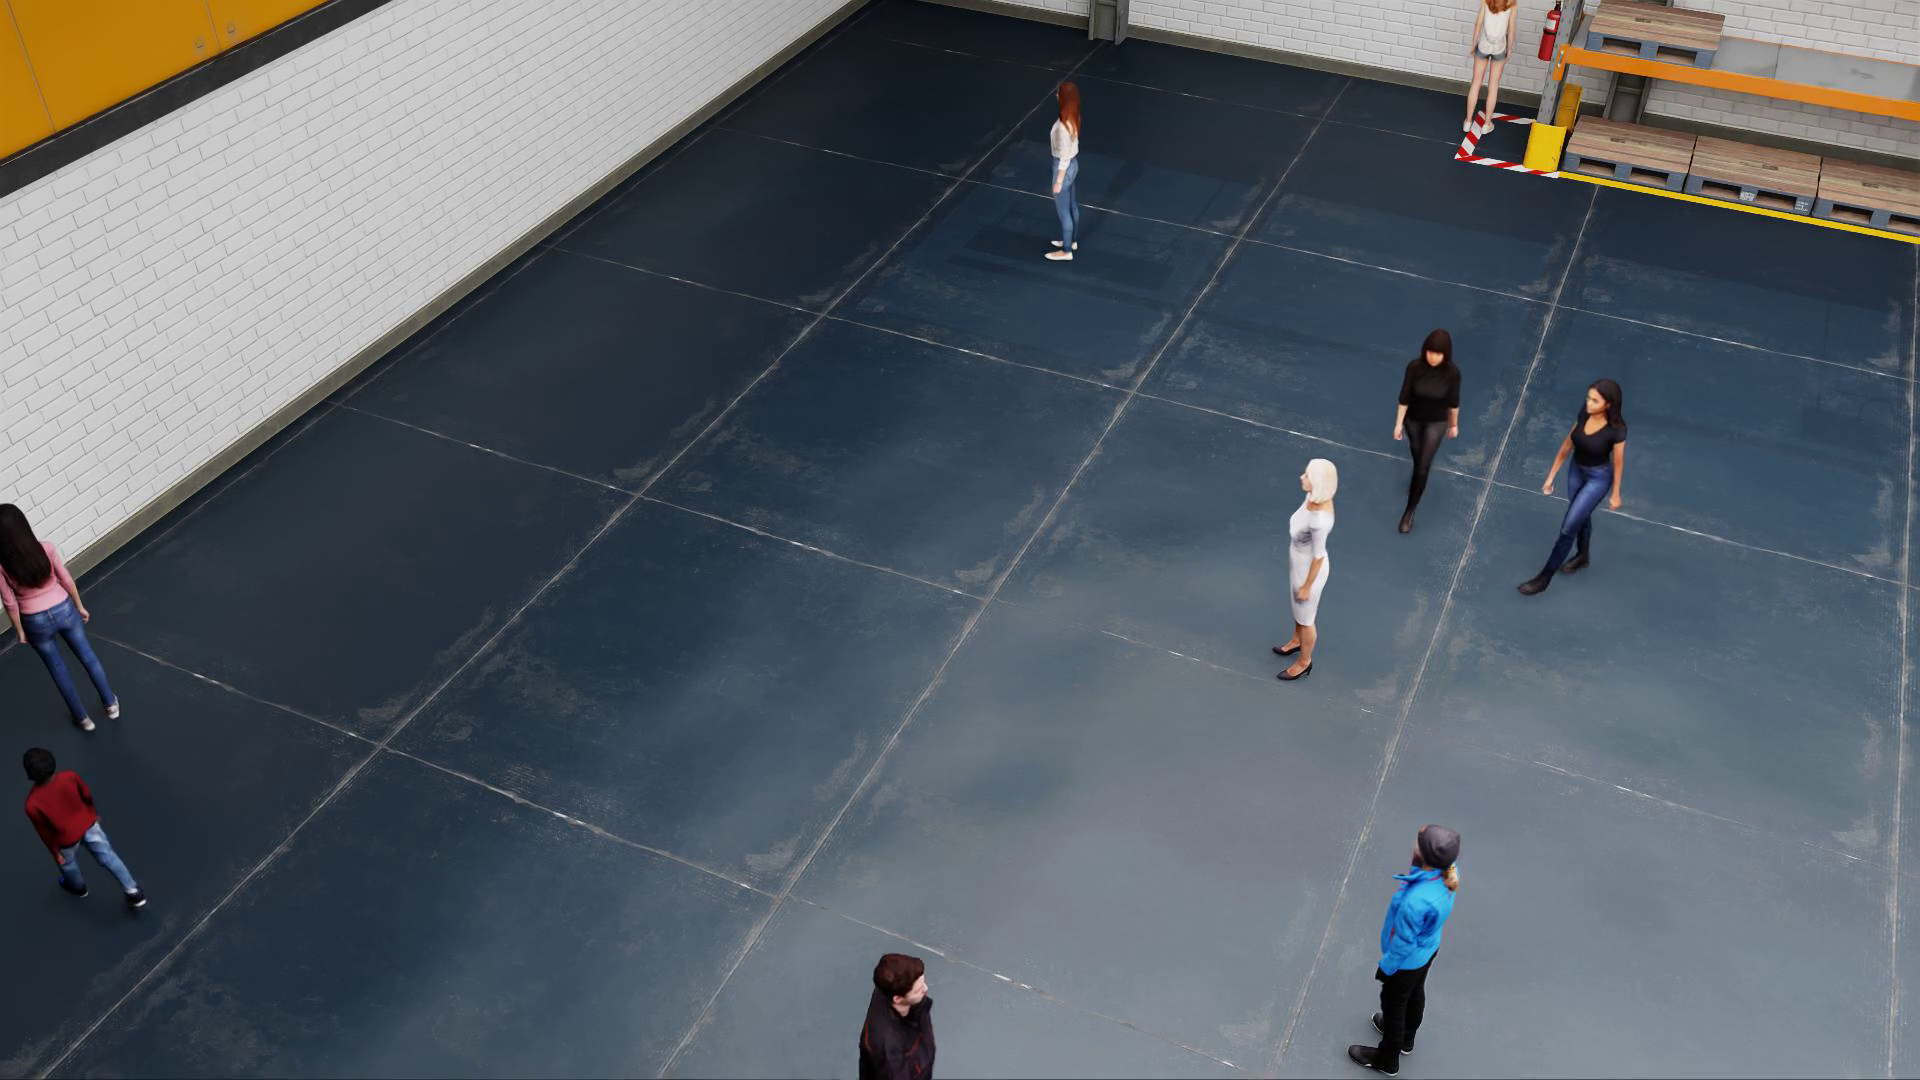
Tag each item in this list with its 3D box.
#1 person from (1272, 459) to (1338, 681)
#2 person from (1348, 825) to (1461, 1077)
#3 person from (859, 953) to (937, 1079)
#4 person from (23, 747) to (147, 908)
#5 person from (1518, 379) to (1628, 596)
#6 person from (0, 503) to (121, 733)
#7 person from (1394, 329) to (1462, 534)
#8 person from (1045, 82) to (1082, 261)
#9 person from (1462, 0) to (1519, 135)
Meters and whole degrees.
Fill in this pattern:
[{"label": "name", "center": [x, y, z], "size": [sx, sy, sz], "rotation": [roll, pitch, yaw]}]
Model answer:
[{"label": "person", "center": [2.284, 0.191, 10.914], "size": [0.624, 1.750, 0.630], "rotation": [1, 39, 2]}, {"label": "person", "center": [2.306, 2.095, 8.491], "size": [0.614, 1.798, 0.671], "rotation": [29, 47, 31]}, {"label": "person", "center": [-0.394, 2.607, 7.795], "size": [1.285, 1.867, 0.882], "rotation": [8, 39, 10]}, {"label": "person", "center": [-5.011, 1.667, 9.468], "size": [0.877, 1.247, 0.555], "rotation": [20, 43, 24]}, {"label": "person", "center": [4.488, -0.426, 11.722], "size": [1.010, 1.705, 1.012], "rotation": [-18, 42, -21]}, {"label": "person", "center": [-5.771, 0.496, 10.538], "size": [0.644, 1.742, 0.616], "rotation": [-29, 47, -32]}, {"label": "person", "center": [3.490, -0.924, 12.434], "size": [1.024, 1.595, 0.666], "rotation": [15, 41, 18]}, {"label": "person", "center": [0.983, -3.429, 15.464], "size": [0.537, 1.728, 0.607], "rotation": [11, 40, 13]}, {"label": "person", "center": [5.624, -5.167, 17.620], "size": [0.436, 1.753, 0.622], "rotation": [17, 42, 20]}]
